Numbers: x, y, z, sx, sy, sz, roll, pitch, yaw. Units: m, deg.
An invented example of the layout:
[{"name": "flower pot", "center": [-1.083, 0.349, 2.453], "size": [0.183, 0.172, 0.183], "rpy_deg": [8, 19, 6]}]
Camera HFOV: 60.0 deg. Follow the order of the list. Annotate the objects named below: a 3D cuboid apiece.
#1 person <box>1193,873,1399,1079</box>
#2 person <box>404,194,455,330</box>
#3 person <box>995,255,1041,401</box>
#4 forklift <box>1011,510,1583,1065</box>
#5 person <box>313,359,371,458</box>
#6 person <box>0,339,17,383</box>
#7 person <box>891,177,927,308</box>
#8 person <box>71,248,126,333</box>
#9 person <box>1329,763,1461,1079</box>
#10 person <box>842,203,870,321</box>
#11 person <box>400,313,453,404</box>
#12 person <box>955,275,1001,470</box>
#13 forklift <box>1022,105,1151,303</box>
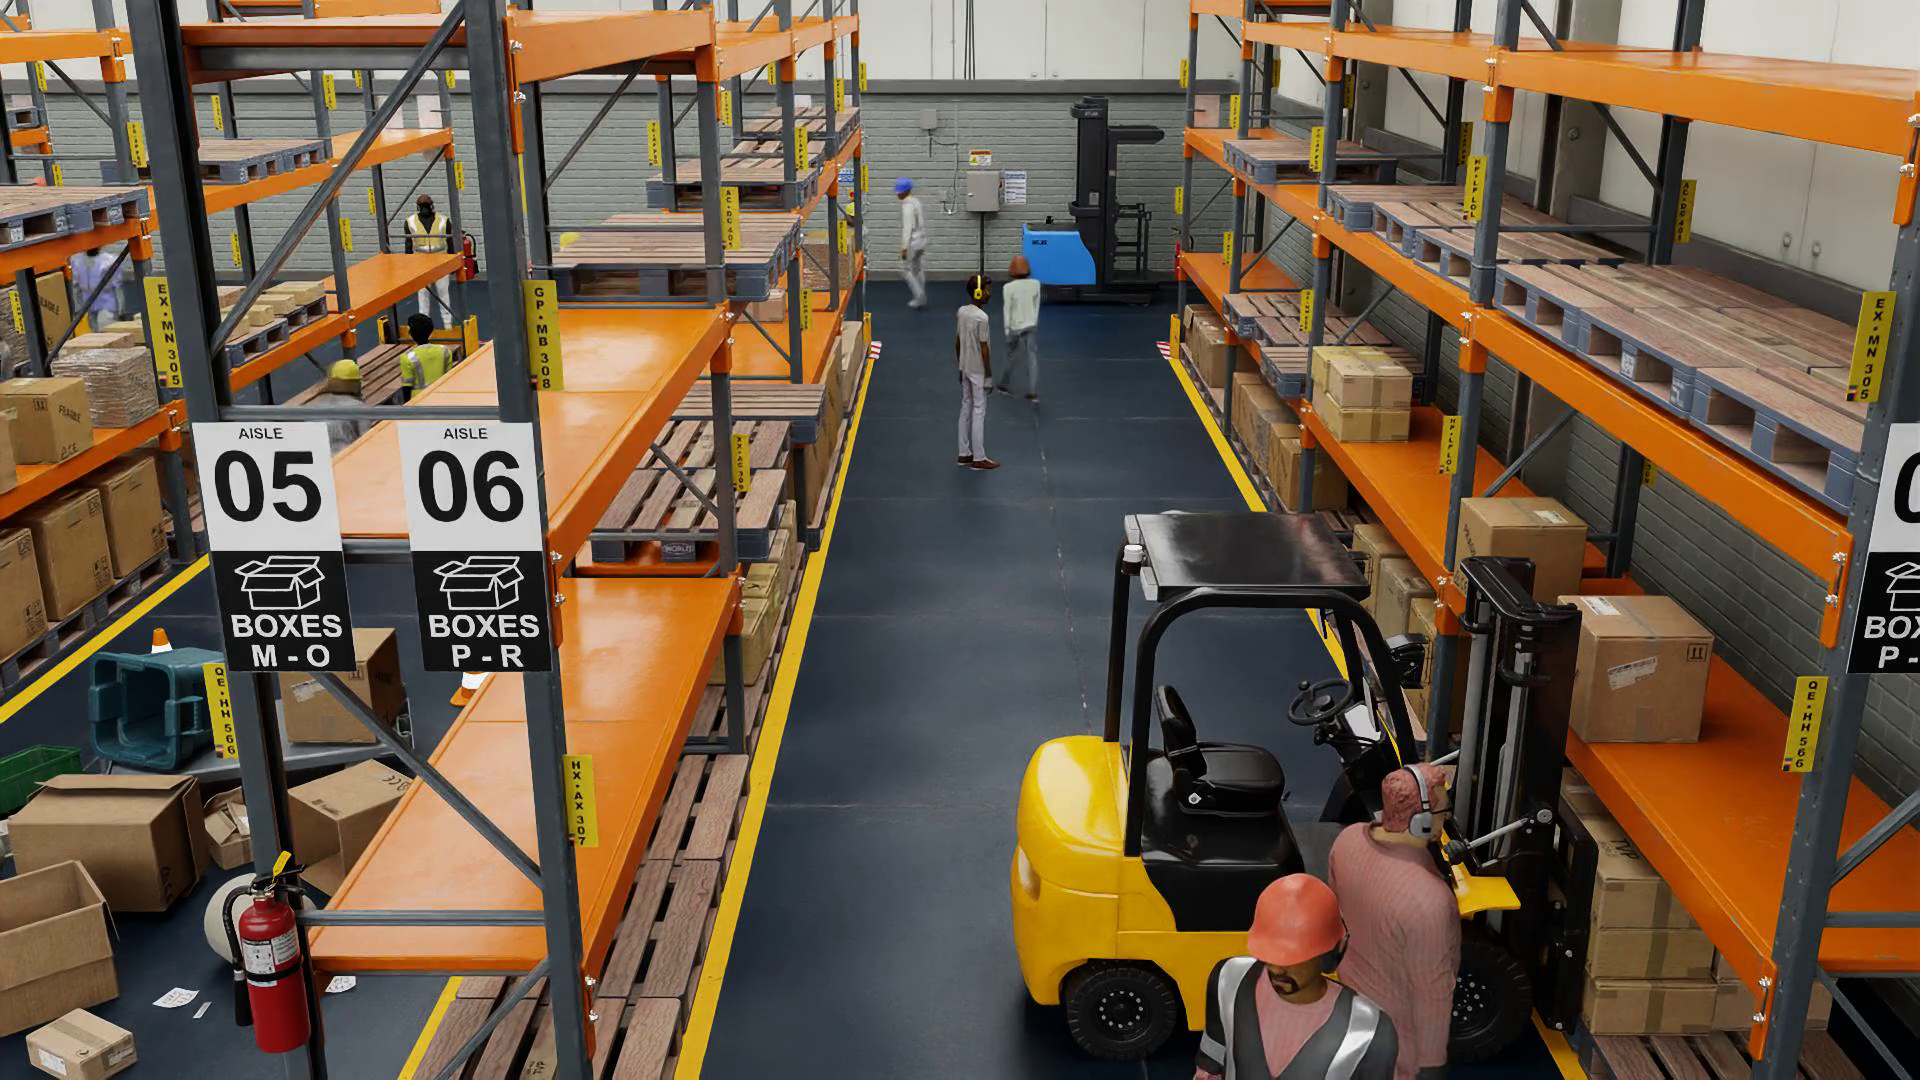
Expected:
[{"name": "person", "center": [0.962, 1.918, 5.001], "size": [0.605, 2.045, 0.378], "rpy_deg": [11, 21, 31]}, {"name": "person", "center": [-7.107, -3.714, 22.352], "size": [0.634, 1.841, 0.429], "rpy_deg": [-6, 19, -17]}, {"name": "person", "center": [0.658, -2.399, 18.744], "size": [0.509, 1.607, 0.781], "rpy_deg": [-8, 20, -23]}, {"name": "forklift", "center": [1.387, 1.055, 7.378], "size": [2.313, 2.155, 1.214], "rpy_deg": [0, 18, 0]}, {"name": "person", "center": [-4.854, -0.572, 13.107], "size": [0.489, 1.677, 0.972], "rpy_deg": [6, 19, 16]}, {"name": "person", "center": [-8.742, -1.205, 14.853], "size": [0.654, 1.789, 0.494], "rpy_deg": [-12, 22, -32]}, {"name": "person", "center": [-0.727, -4.264, 23.916], "size": [0.485, 1.903, 0.683], "rpy_deg": [3, 19, 10]}, {"name": "person", "center": [-9.937, -2.739, 19.309], "size": [0.554, 1.910, 0.859], "rpy_deg": [3, 18, 8]}, {"name": "person", "center": [1.561, 1.678, 5.946], "size": [0.409, 1.908, 0.639], "rpy_deg": [-6, 19, -18]}, {"name": "person", "center": [-1.428, -3.656, 22.350], "size": [0.486, 1.737, 0.319], "rpy_deg": [-7, 20, -20]}, {"name": "person", "center": [-4.772, -1.198, 14.974], "size": [0.320, 1.693, 0.534], "rpy_deg": [13, 23, 35]}, {"name": "person", "center": [0.154, -1.607, 15.946], "size": [0.332, 1.865, 0.520], "rpy_deg": [-11, 21, -30]}, {"name": "forklift", "center": [1.857, -4.944, 24.441], "size": [1.873, 2.768, 1.129], "rpy_deg": [0, 18, 0]}]
